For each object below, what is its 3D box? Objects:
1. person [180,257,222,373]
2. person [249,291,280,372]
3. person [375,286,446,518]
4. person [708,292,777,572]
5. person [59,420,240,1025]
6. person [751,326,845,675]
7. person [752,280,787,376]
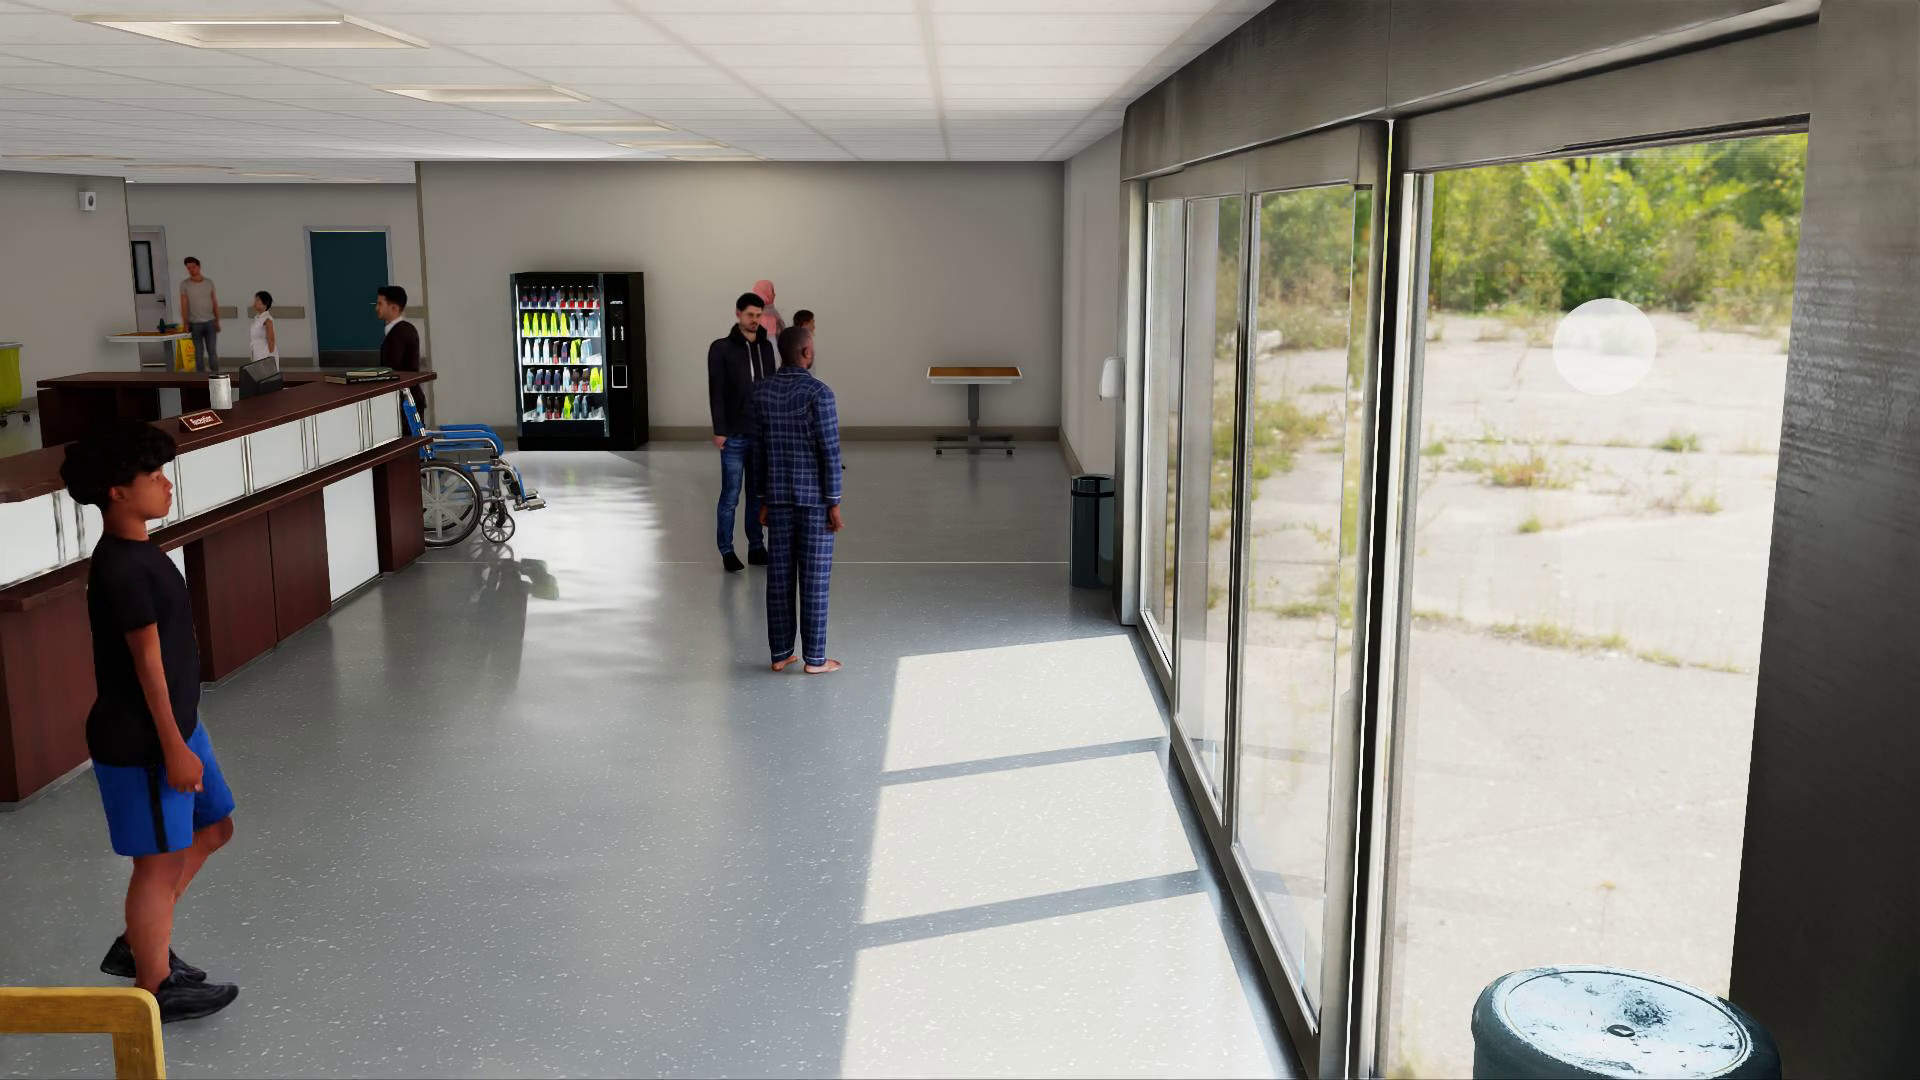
[{"bbox_3d":[-10.918,-3.100,23.889,1.267,1.836,1.202,-8,13,-35],"label":"person"},{"bbox_3d":[-8.274,-2.184,19.817,0.695,1.554,0.649,-9,14,-39],"label":"person"},{"bbox_3d":[-4.302,-1.060,13.146,1.141,1.833,0.919,-4,12,-21],"label":"person"},{"bbox_3d":[-1.471,-0.746,11.339,0.740,1.889,0.813,-10,14,-41],"label":"person"},{"bbox_3d":[-2.410,0.555,4.759,0.714,1.787,0.686,-3,11,-18],"label":"person"},{"bbox_3d":[-0.849,-0.213,8.705,0.694,1.825,0.821,5,12,23],"label":"person"},{"bbox_3d":[-1.877,-1.632,16.236,0.756,1.804,0.734,-6,12,-29],"label":"person"}]
